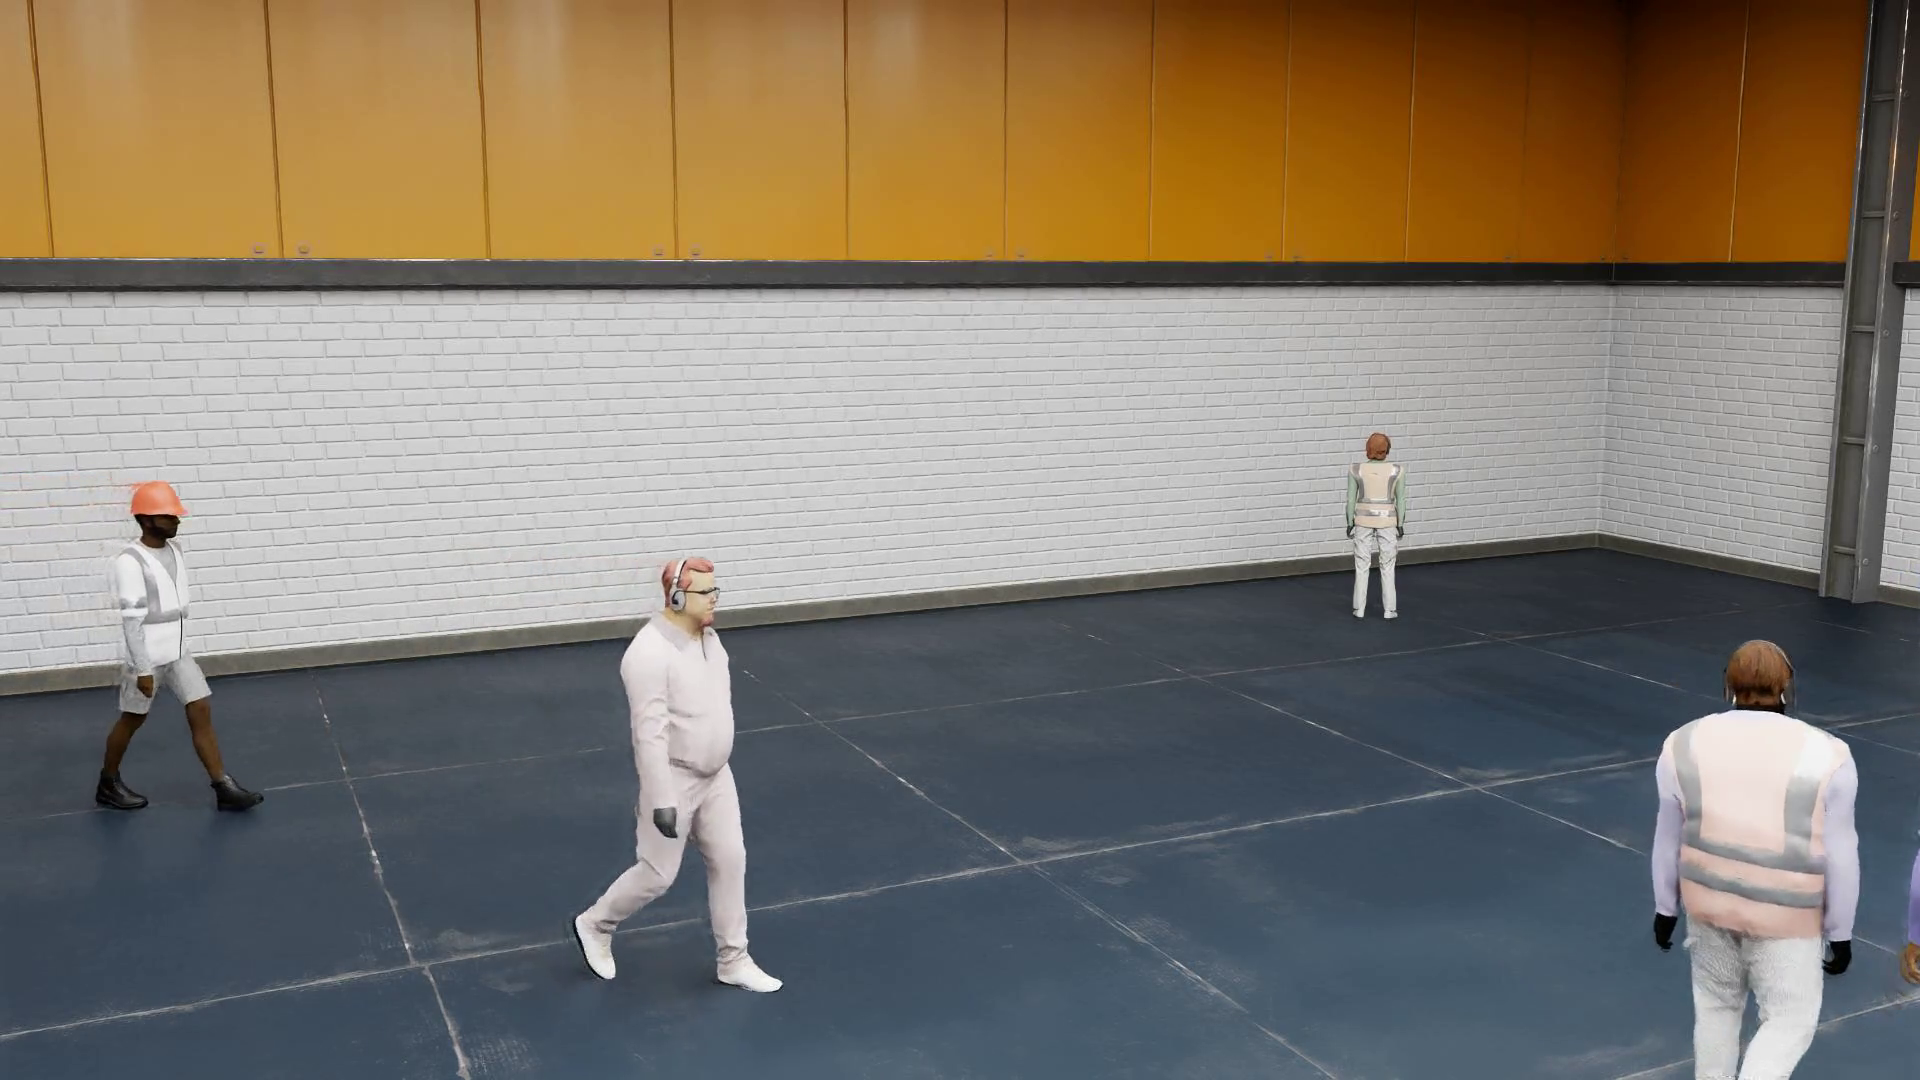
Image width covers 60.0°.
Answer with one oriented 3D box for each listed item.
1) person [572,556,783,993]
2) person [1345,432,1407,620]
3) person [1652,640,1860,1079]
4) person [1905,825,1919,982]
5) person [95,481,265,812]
[{"bbox_3d":[-1.215,0.984,6.987,0.847,1.876,0.640,4,10,25],"label":"person"},{"bbox_3d":[3.624,-0.115,14.518,0.515,1.641,0.314,3,10,18],"label":"person"},{"bbox_3d":[2.581,1.254,5.509,0.644,1.810,0.664,8,12,42],"label":"person"},{"bbox_3d":[3.180,1.232,5.012,0.681,2.016,0.657,-8,12,-39],"label":"person"},{"bbox_3d":[-4.455,0.610,9.267,1.019,1.887,0.561,2,9,11],"label":"person"}]
